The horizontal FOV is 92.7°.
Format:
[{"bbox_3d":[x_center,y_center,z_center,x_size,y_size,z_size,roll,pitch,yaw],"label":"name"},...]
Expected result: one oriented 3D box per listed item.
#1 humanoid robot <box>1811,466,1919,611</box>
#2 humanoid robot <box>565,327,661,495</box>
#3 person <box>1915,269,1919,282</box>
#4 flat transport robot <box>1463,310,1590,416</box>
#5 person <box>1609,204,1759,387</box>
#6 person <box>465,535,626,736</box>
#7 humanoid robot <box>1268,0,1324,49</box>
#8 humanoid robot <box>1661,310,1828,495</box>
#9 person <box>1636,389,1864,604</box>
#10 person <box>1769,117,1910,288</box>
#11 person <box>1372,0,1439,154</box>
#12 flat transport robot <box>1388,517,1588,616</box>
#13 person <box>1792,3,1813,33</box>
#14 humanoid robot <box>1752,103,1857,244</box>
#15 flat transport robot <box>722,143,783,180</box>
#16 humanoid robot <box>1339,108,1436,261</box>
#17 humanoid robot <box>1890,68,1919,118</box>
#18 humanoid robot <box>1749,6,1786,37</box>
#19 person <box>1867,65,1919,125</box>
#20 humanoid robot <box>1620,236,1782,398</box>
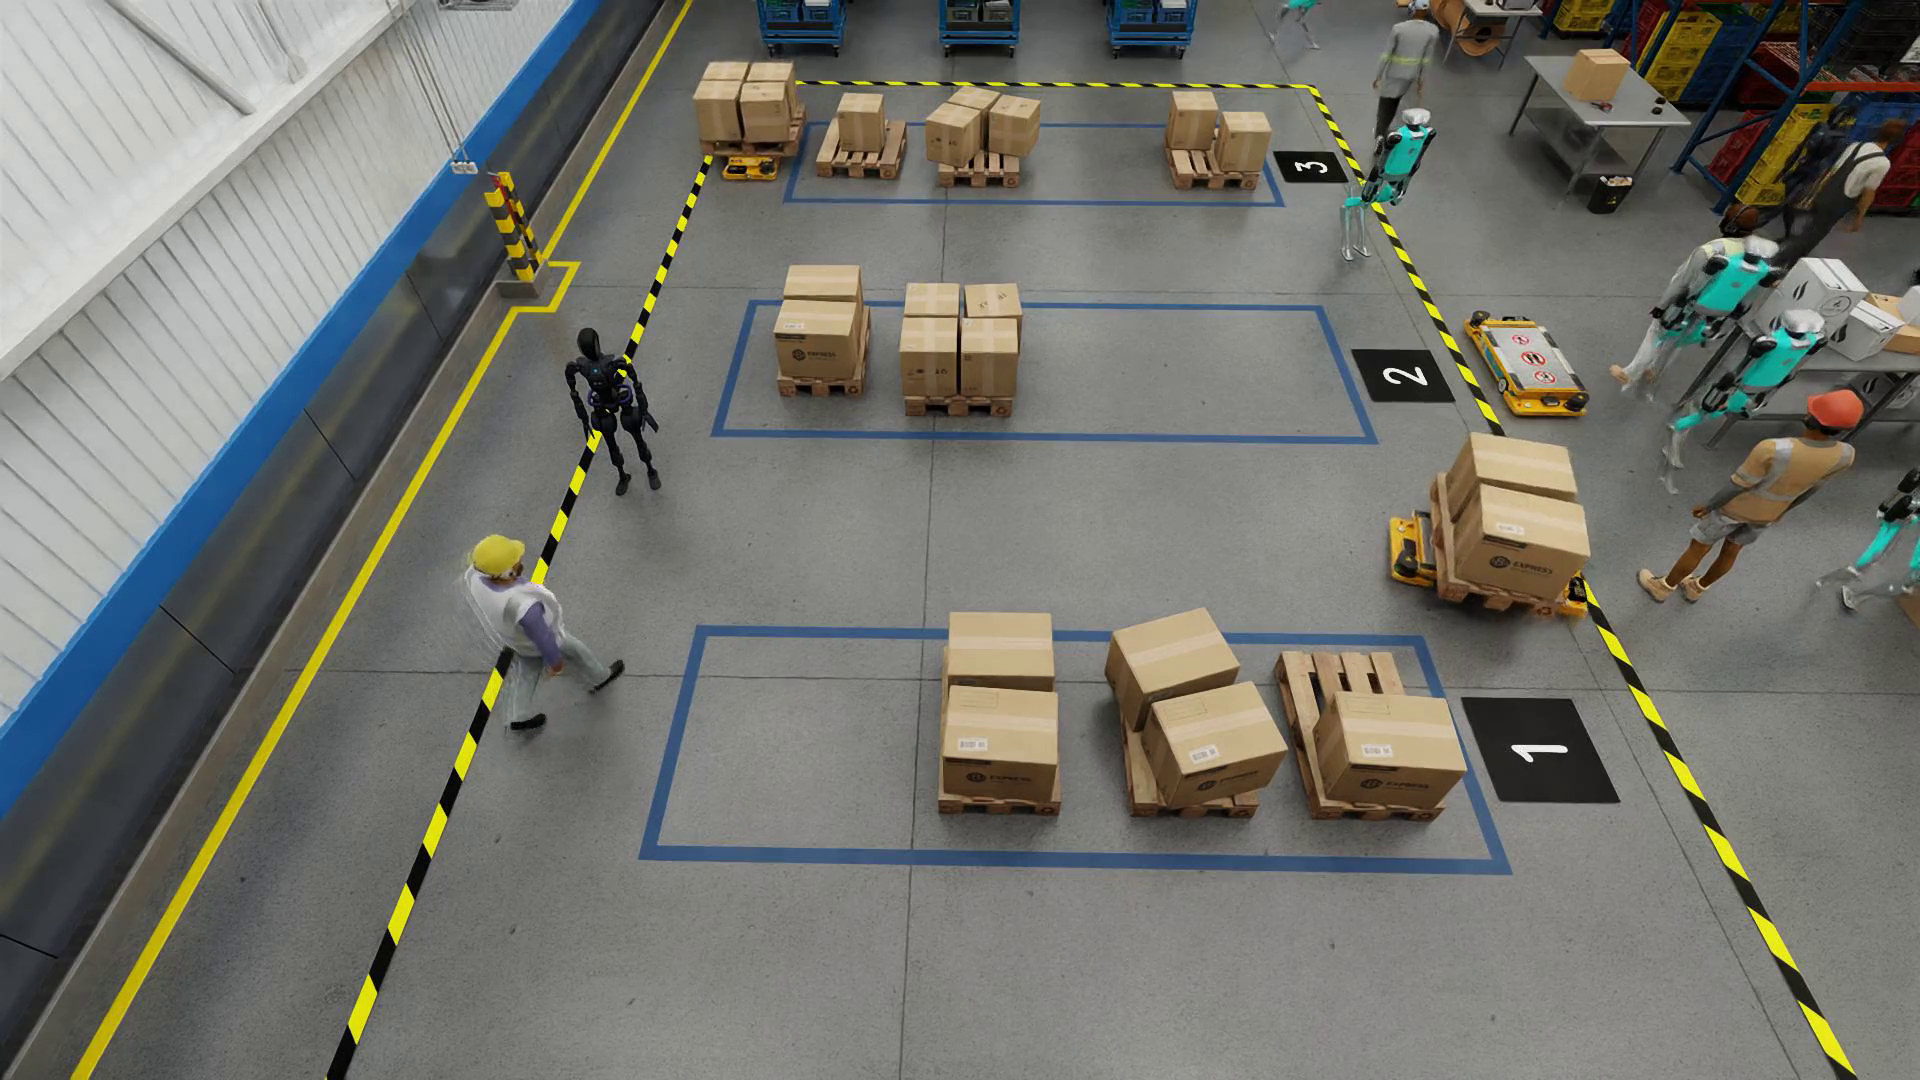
[{"bbox_3d":[6.932,-0.047,6.609,0.557,1.802,0.669,27,54,21],"label":"humanoid robot"},{"bbox_3d":[-2.808,-1.033,7.485,0.599,1.659,0.315,-8,50,-7],"label":"humanoid robot"},{"bbox_3d":[10.880,-3.373,9.495,0.792,1.745,0.533,-5,49,-4],"label":"person"},{"bbox_3d":[5.573,-1.757,9.054,0.659,0.231,1.431,1,49,1],"label":"flat transport robot"},{"bbox_3d":[6.677,-2.200,8.406,0.629,1.835,0.429,-10,50,-8],"label":"person"},{"bbox_3d":[-2.824,0.623,5.982,0.591,1.803,0.844,24,53,20],"label":"person"},{"bbox_3d":[5.169,-8.345,13.787,0.963,1.764,0.539,14,51,12],"label":"humanoid robot"},{"bbox_3d":[6.350,-1.244,7.642,0.553,1.791,0.783,-2,49,-2],"label":"humanoid robot"},{"bbox_3d":[5.661,-0.261,6.584,0.606,2.048,0.366,3,49,2],"label":"person"},{"bbox_3d":[9.118,-3.423,9.471,0.764,1.815,0.534,4,49,3],"label":"person"},{"bbox_3d":[5.578,-5.859,11.584,0.624,1.817,0.785,3,49,2],"label":"person"},{"bbox_3d":[4.238,0.159,7.377,1.431,0.197,0.652,11,50,9],"label":"flat transport robot"},{"bbox_3d":[13.217,-8.783,14.076,0.509,1.872,0.329,-9,50,-7],"label":"person"},{"bbox_3d":[9.318,-3.997,10.107,0.813,1.622,0.590,-2,49,-1],"label":"humanoid robot"},{"bbox_3d":[-2.652,-5.146,11.969,0.652,0.197,1.431,1,49,1],"label":"flat transport robot"},{"bbox_3d":[4.456,-3.853,9.808,0.533,1.677,0.735,-12,50,-10],"label":"humanoid robot"},{"bbox_3d":[11.884,-5.492,11.353,0.346,1.653,0.588,3,49,3],"label":"humanoid robot"},{"bbox_3d":[12.340,-8.273,13.753,0.599,1.657,0.315,10,50,9],"label":"humanoid robot"},{"bbox_3d":[12.091,-5.945,11.515,0.403,2.032,0.624,-12,50,-11],"label":"person"},{"bbox_3d":[6.644,-2.015,8.323,0.563,1.802,0.712,16,51,13],"label":"humanoid robot"}]
